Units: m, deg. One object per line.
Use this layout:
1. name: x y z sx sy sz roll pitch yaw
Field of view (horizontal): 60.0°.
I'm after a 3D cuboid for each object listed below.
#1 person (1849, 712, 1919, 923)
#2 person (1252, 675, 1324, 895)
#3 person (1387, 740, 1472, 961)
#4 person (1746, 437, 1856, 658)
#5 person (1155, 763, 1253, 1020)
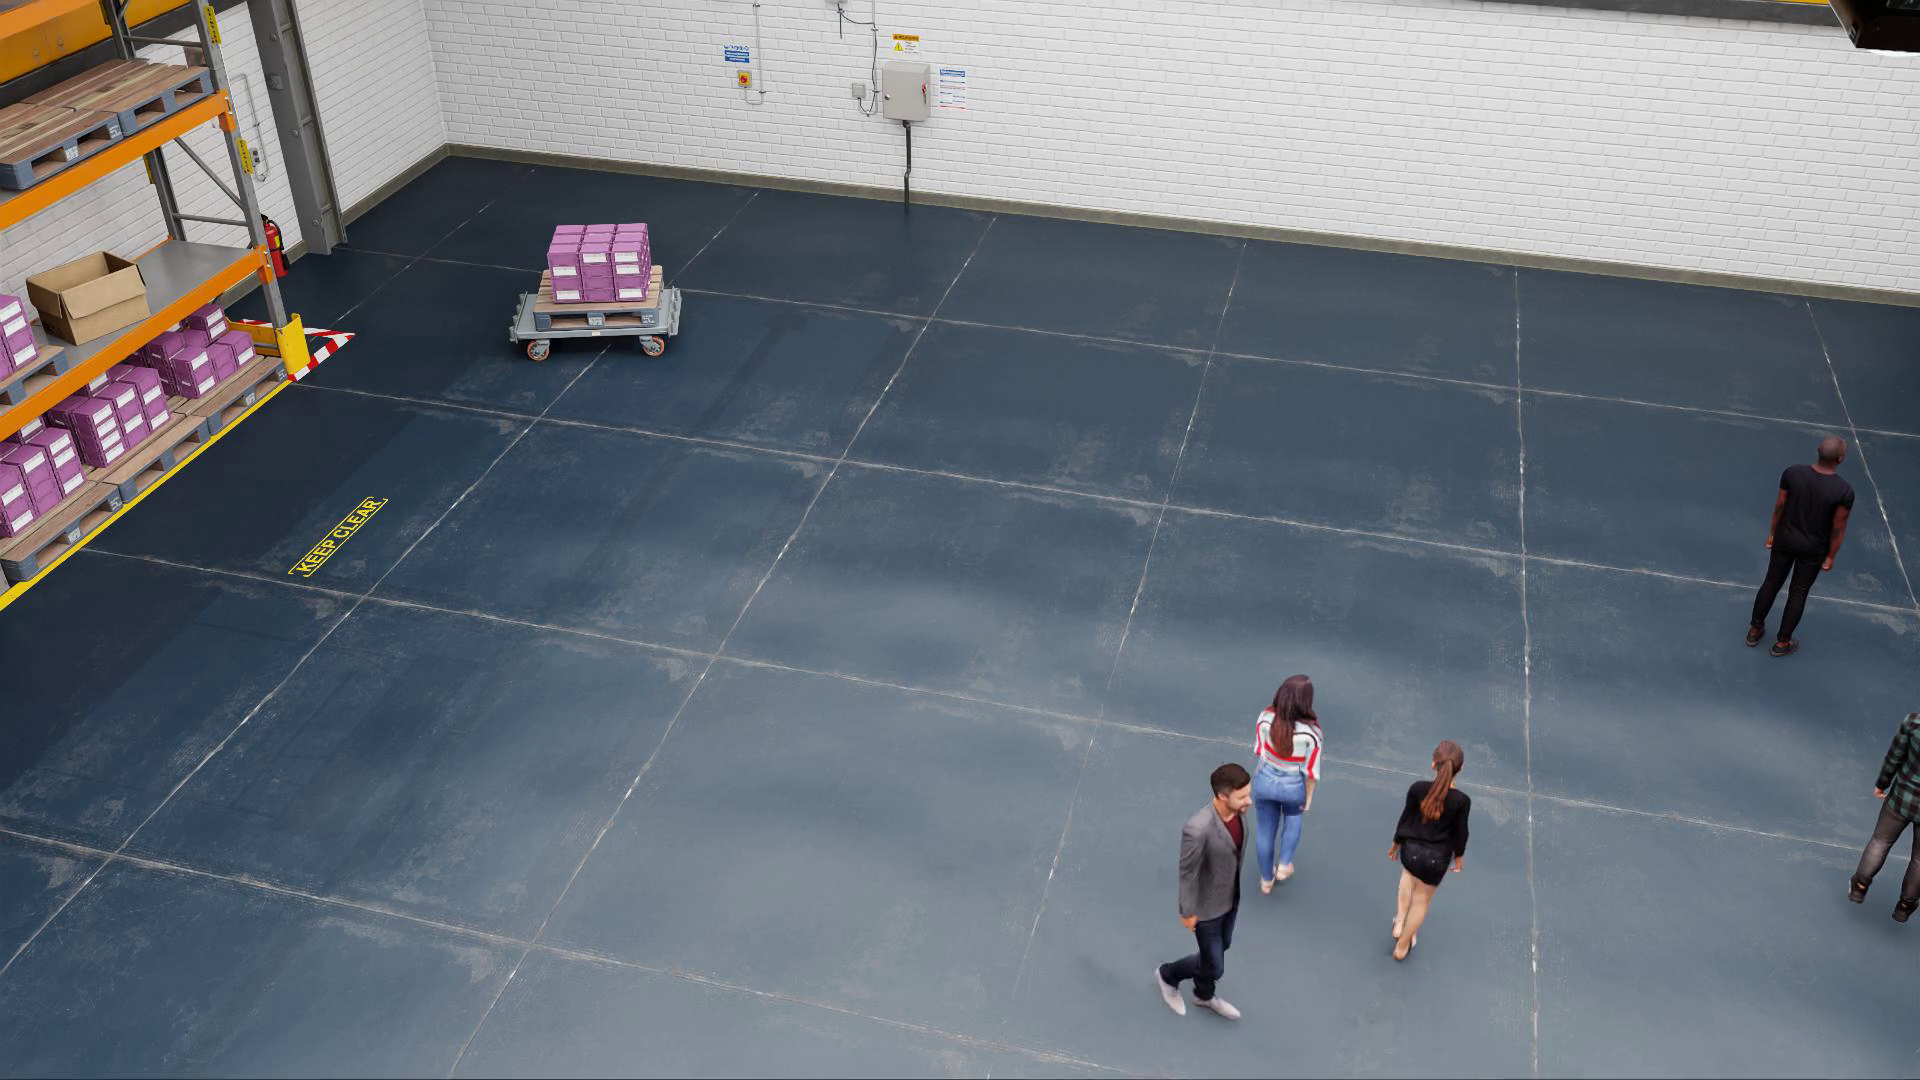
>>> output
1. person: 5.723 1.526 9.872 0.738 1.709 0.683 25 41 33
2. person: 1.946 1.547 10.189 0.607 1.597 0.641 13 36 19
3. person: 2.717 1.871 9.754 0.641 1.540 0.665 16 37 23
4. person: 6.191 0.039 12.257 0.745 1.820 0.748 -28 43 -35
5. person: 1.350 1.957 9.331 0.903 1.865 0.826 25 41 32
